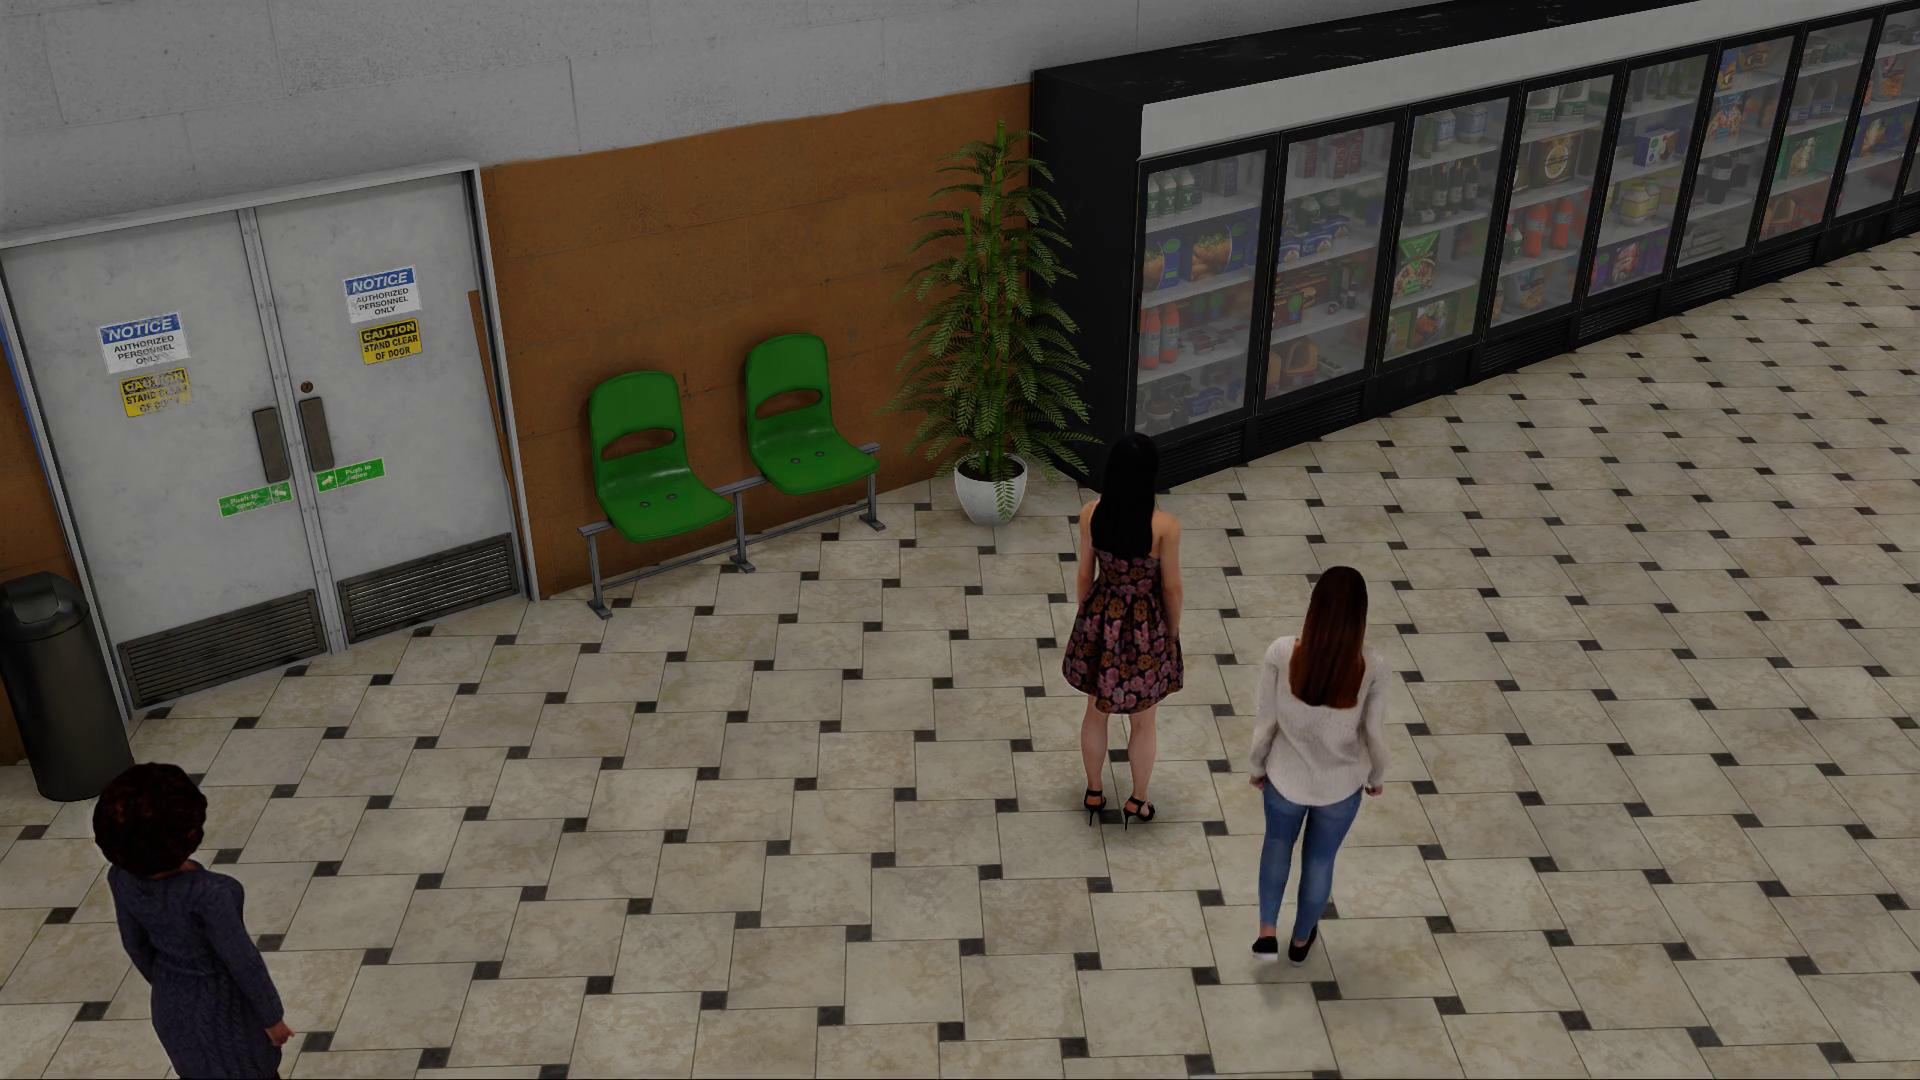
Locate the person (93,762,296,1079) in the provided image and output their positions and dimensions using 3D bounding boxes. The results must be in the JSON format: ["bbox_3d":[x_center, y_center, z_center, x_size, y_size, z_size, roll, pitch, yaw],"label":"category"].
[{"bbox_3d":[-2.194,1.383,4.865,0.635,1.710,0.729,10,30,17],"label":"person"}]

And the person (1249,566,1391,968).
[{"bbox_3d":[1.241,0.876,5.822,0.799,1.683,0.858,10,30,18],"label":"person"}]

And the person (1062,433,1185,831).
[{"bbox_3d":[0.660,0.383,6.630,0.784,1.774,0.860,10,30,18],"label":"person"}]
